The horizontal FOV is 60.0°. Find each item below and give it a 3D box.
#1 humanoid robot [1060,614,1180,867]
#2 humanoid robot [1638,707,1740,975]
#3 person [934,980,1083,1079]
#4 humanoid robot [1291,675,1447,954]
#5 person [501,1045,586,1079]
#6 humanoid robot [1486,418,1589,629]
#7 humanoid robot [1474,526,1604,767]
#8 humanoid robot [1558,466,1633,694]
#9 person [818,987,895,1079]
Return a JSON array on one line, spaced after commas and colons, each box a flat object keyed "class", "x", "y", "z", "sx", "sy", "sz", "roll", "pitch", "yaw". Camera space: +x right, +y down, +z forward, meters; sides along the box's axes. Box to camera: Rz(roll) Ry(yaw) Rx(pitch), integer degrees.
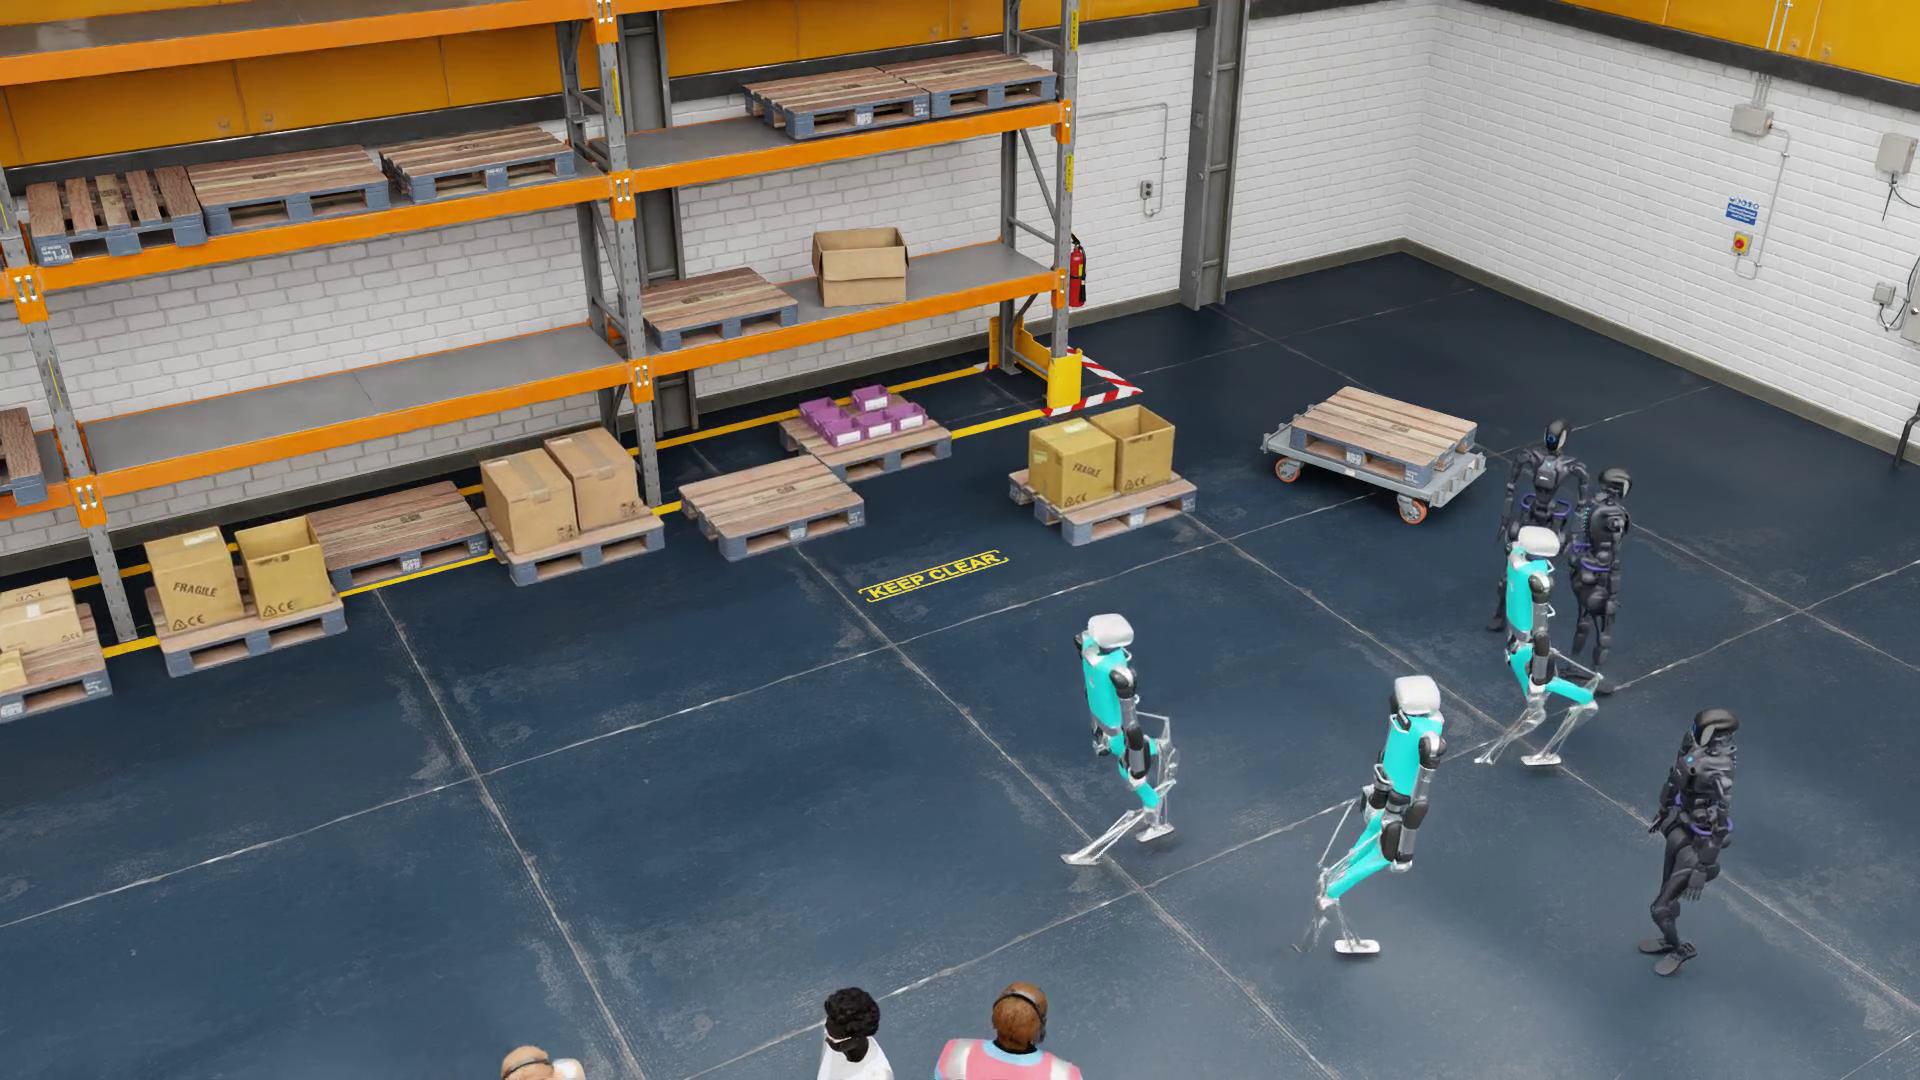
[{"class": "humanoid robot", "x": 1.037, "y": 1.136, "z": 9.471, "sx": 1.047, "sy": 1.715, "sz": 0.530, "roll": -13, "pitch": 32, "yaw": -22}, {"class": "humanoid robot", "x": 3.838, "y": 1.564, "z": 8.770, "sx": 0.335, "sy": 1.644, "sz": 0.590, "roll": -1, "pitch": 29, "yaw": -2}, {"class": "person", "x": 0.211, "y": 2.562, "z": 6.858, "sx": 0.629, "sy": 1.834, "sz": 0.434, "roll": 7, "pitch": 30, "yaw": 13}, {"class": "humanoid robot", "x": 2.076, "y": 1.571, "z": 8.805, "sx": 0.766, "sy": 1.898, "sz": 0.545, "roll": -3, "pitch": 30, "yaw": -5}, {"class": "person", "x": -1.740, "y": 2.643, "z": 6.930, "sx": 0.457, "sy": 1.617, "sz": 0.529, "roll": 21, "pitch": 36, "yaw": 32}, {"class": "humanoid robot", "x": 4.075, "y": -0.062, "z": 11.652, "sx": 0.603, "sy": 1.654, "sz": 0.446, "roll": 18, "pitch": 34, "yaw": 28}, {"class": "humanoid robot", "x": 3.651, "y": 0.727, "z": 10.213, "sx": 0.807, "sy": 1.800, "sz": 0.537, "roll": -2, "pitch": 30, "yaw": -3}, {"class": "humanoid robot", "x": 4.254, "y": 0.249, "z": 11.099, "sx": 0.353, "sy": 1.653, "sz": 0.584, "roll": 0, "pitch": 29, "yaw": 0}, {"class": "person", "x": -0.422, "y": 2.539, "z": 7.025, "sx": 0.321, "sy": 1.697, "sz": 0.536, "roll": -15, "pitch": 33, "yaw": -25}]
